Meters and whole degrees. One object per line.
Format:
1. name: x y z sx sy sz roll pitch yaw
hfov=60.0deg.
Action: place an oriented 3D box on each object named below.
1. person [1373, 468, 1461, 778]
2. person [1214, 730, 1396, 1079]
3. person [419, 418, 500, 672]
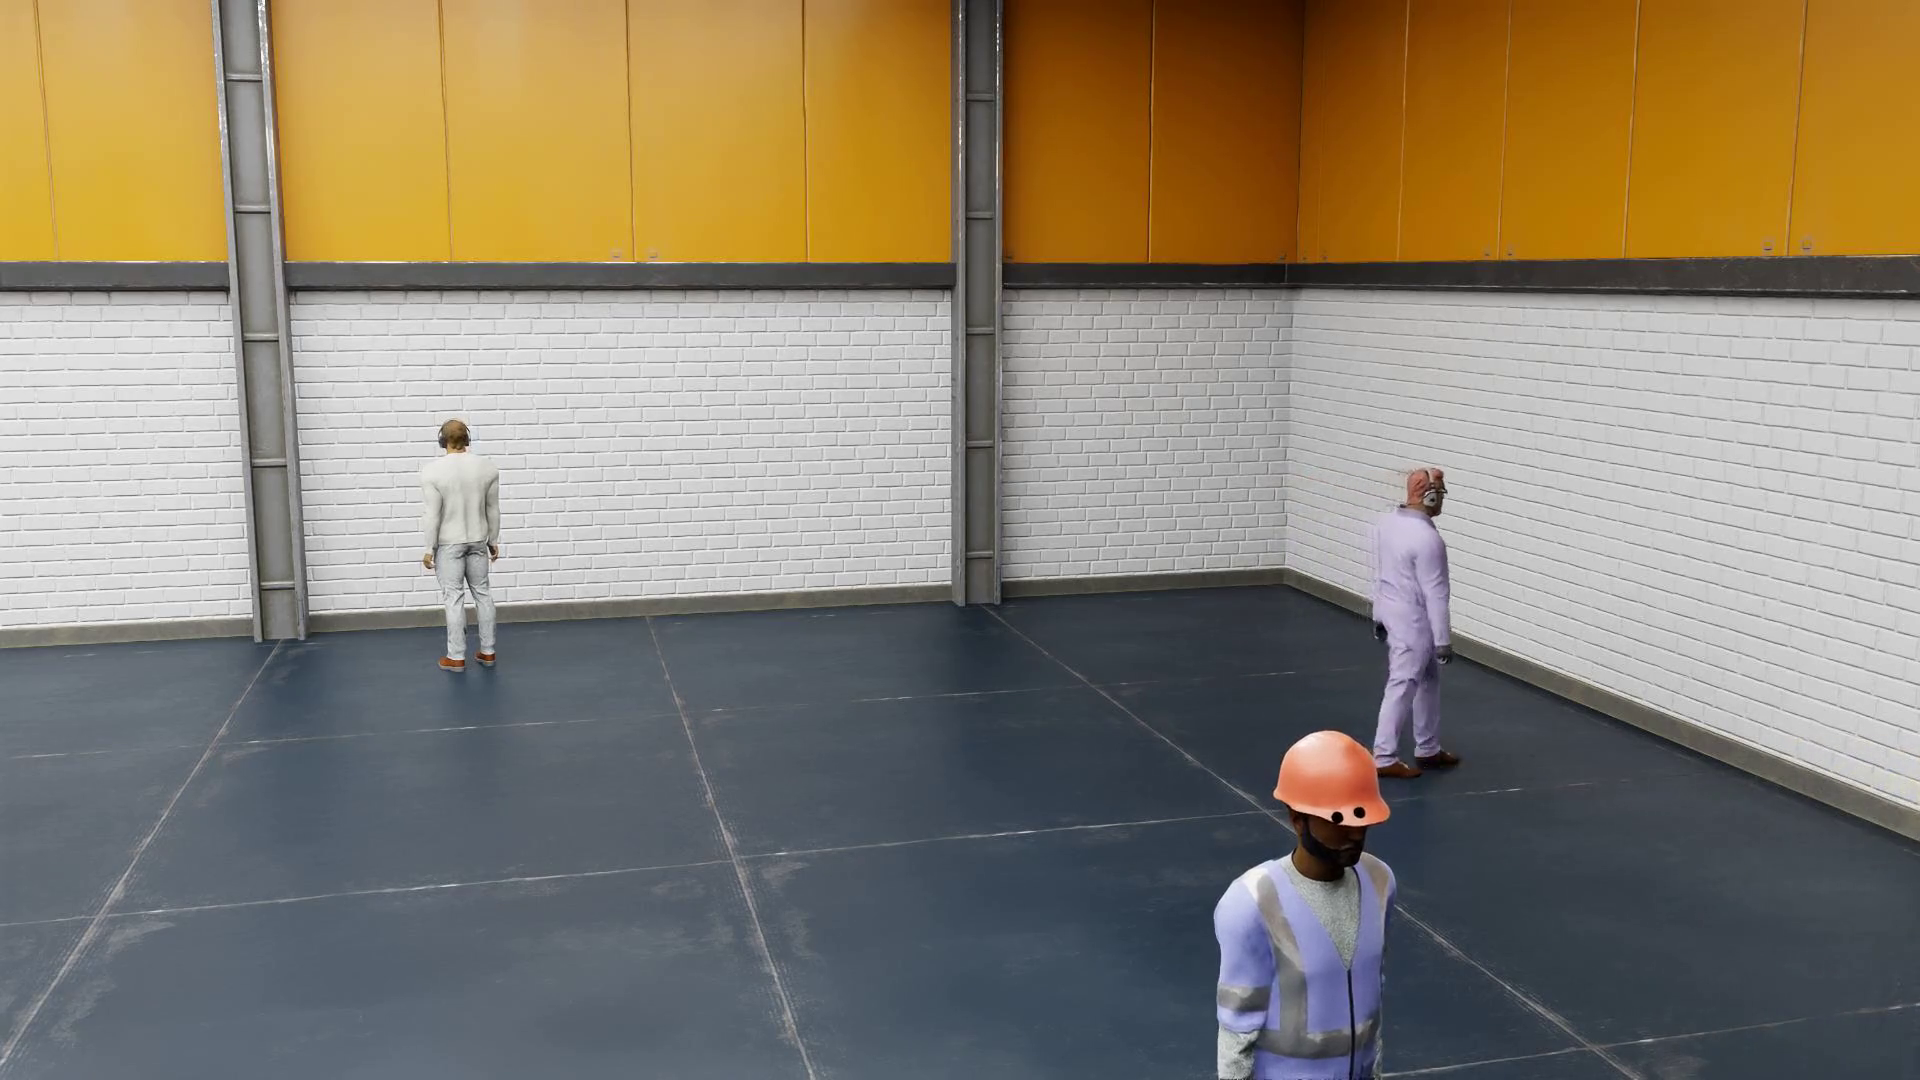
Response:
1. person: 2.826 0.505 9.959 0.767 1.881 0.684 -1 9 -5
2. person: 0.883 1.412 4.152 0.547 1.938 0.379 -6 11 -32
3. person: -3.814 0.037 12.734 0.635 1.936 0.351 -9 12 -43
